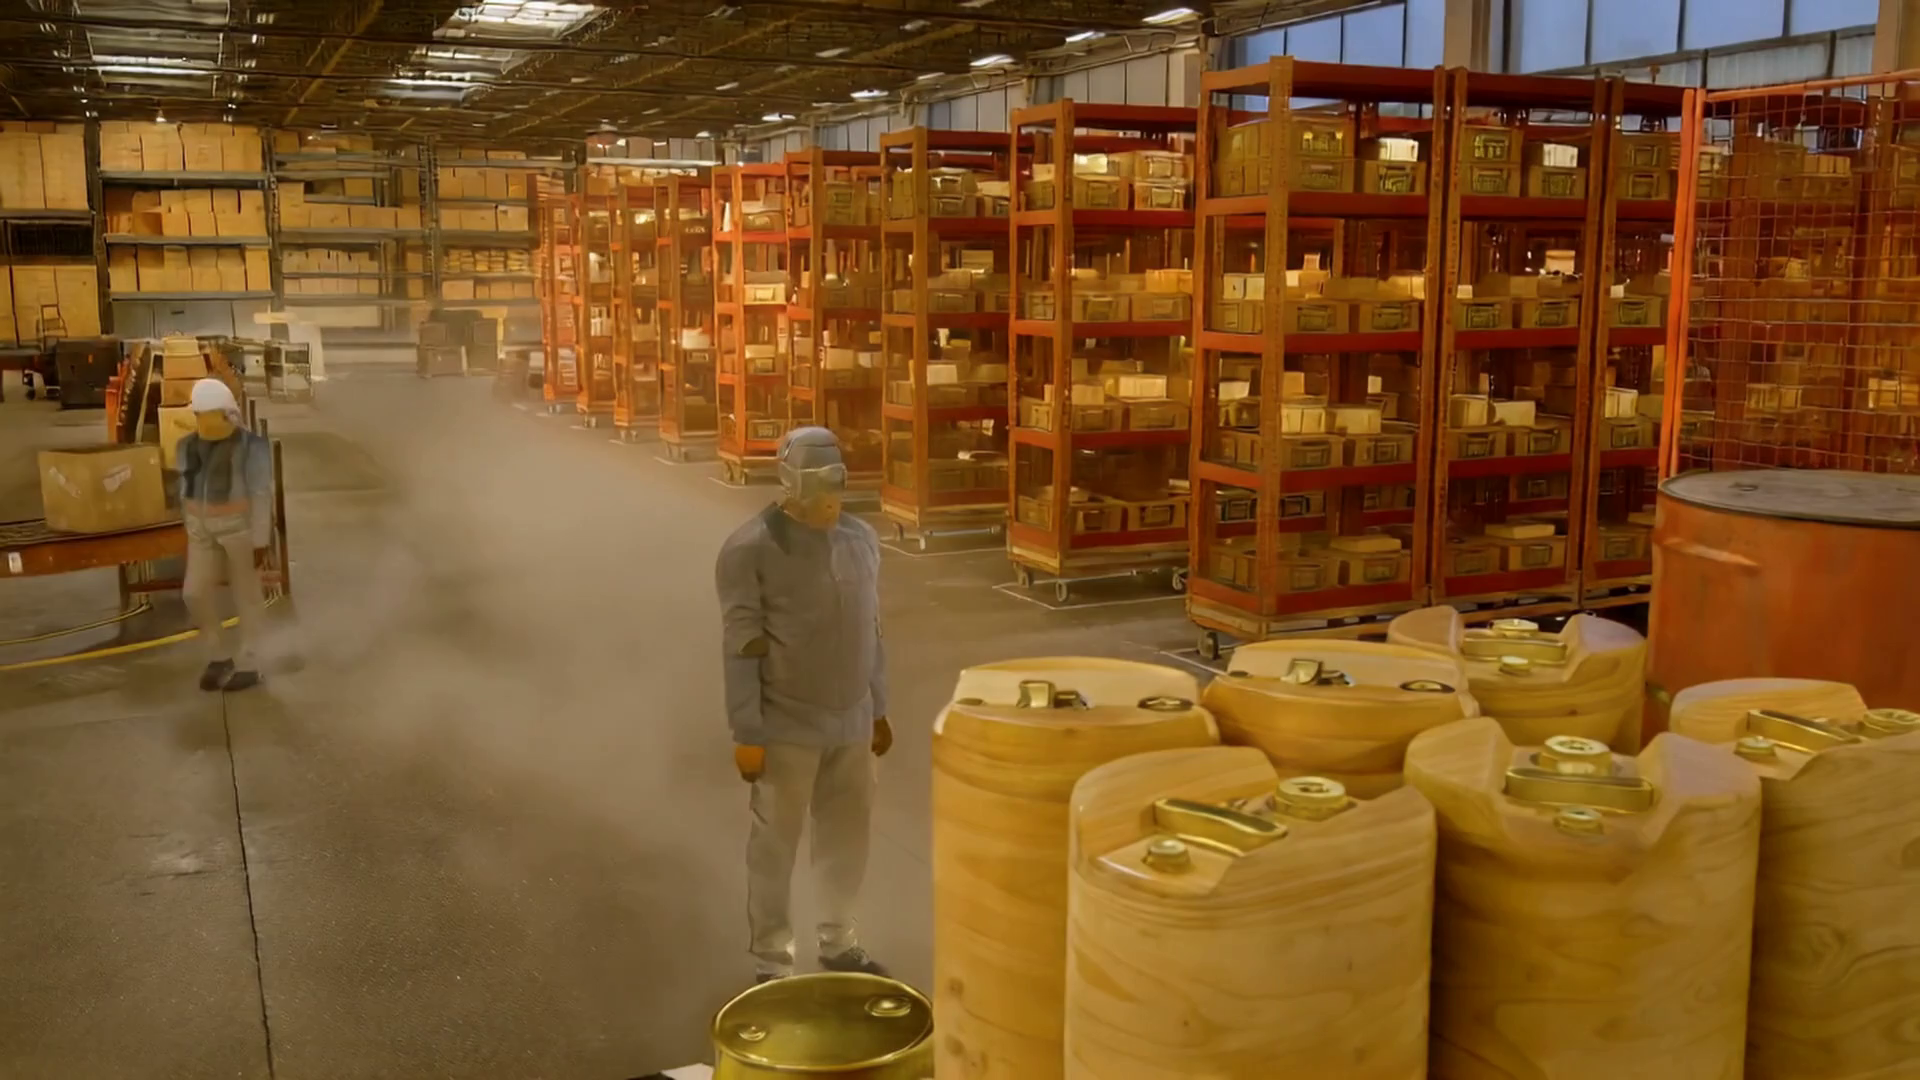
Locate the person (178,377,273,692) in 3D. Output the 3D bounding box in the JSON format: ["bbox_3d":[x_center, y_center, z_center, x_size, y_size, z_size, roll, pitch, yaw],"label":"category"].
[{"bbox_3d":[-4.205,-0.020,9.516,0.594,1.817,0.431,1,9,7],"label":"person"}]

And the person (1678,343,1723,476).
[{"bbox_3d":[6.819,-0.945,15.288,0.406,1.808,0.722,-3,10,-18],"label":"person"}]

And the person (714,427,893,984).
[{"bbox_3d":[-0.478,0.582,5.478,0.645,1.913,0.409,-9,13,-44],"label":"person"}]

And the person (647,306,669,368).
[{"bbox_3d":[-7.609,-5.296,41.829,0.611,1.955,0.992,6,11,34],"label":"person"}]

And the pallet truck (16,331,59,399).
[{"bbox_3d":[-17.082,-3.353,31.781,1.630,1.274,0.653,-4,10,-25],"label":"pallet truck"}]

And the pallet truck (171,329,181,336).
[{"bbox_3d":[-17.275,-3.851,35.096,1.601,1.201,0.680,0,9,1],"label":"pallet truck"}]
